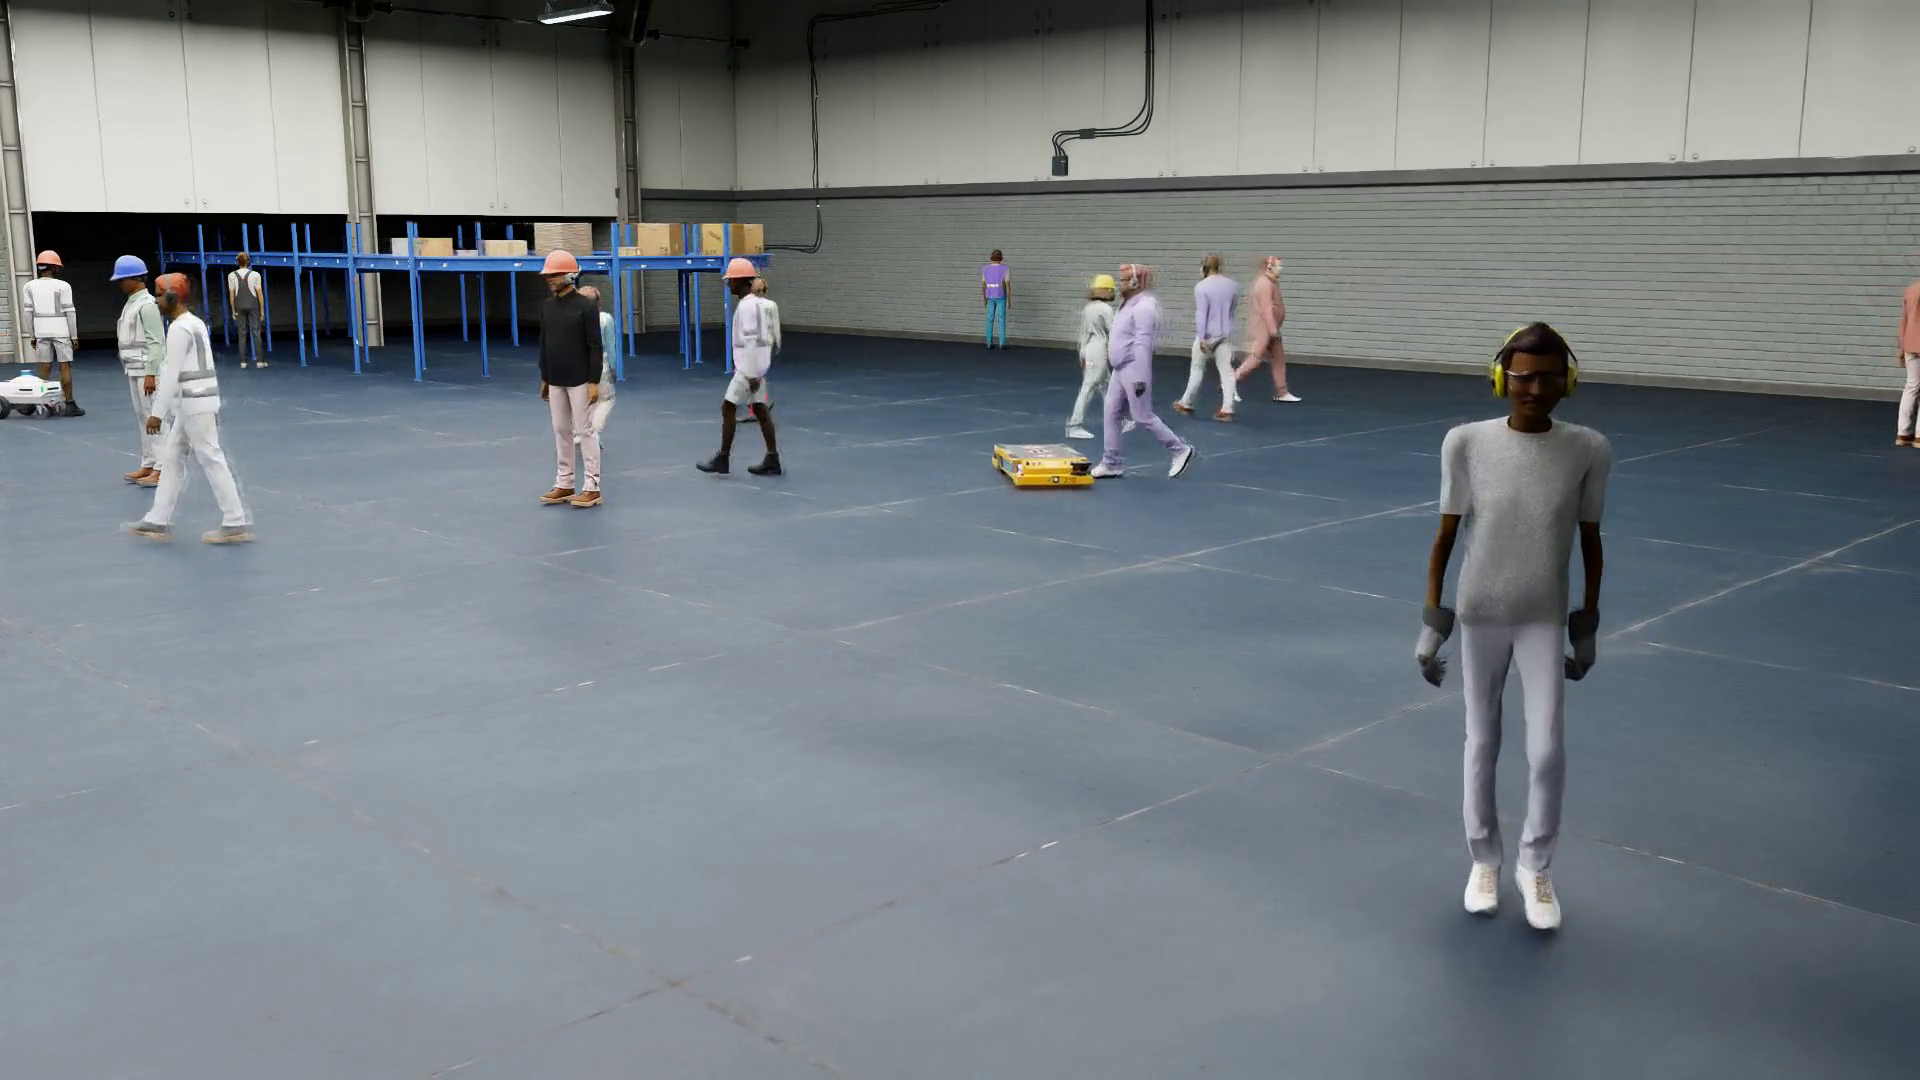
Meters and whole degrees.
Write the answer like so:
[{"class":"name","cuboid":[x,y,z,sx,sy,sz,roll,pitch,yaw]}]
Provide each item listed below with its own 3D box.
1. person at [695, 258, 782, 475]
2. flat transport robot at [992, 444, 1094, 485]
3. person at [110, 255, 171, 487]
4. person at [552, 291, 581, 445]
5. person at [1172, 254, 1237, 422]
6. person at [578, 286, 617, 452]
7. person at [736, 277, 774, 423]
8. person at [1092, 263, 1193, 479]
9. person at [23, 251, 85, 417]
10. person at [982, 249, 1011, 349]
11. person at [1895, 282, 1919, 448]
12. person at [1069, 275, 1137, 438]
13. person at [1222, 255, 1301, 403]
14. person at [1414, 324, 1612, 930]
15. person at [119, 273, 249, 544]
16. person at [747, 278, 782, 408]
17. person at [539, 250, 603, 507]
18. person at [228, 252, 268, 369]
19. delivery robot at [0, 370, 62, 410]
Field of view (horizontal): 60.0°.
[{"class":"person","cuboid":[-1.988,-1.521,14.696,0.870,1.903,0.561,0,10,2]},{"class":"flat transport robot","cuboid":[0.712,-0.680,14.681,0.652,0.197,1.431,-1,10,-8]},{"class":"person","cuboid":[-6.940,-1.437,14.131,0.393,1.943,0.602,-9,14,-41]},{"class":"person","cuboid":[-3.988,-1.766,16.819,0.482,1.618,0.509,-3,11,-14]},{"class":"person","cuboid":[2.851,-2.340,19.190,0.629,1.886,0.990,-6,12,-30]},{"class":"person","cuboid":[-3.560,-1.629,16.015,0.524,1.623,0.420,2,11,11]},{"class":"person","cuboid":[-2.400,-2.203,18.802,0.378,1.755,0.547,-3,11,-17]},{"class":"person","cuboid":[1.569,-1.463,14.480,0.869,1.880,0.656,-2,11,-12]},{"class":"person","cuboid":[-10.619,-2.415,19.499,0.552,1.927,0.371,-1,10,-3]},{"class":"person","cuboid":[0.682,-4.508,31.132,0.568,1.849,0.386,5,11,23]},{"class":"person","cuboid":[9.688,-1.915,16.645,0.445,1.974,0.634,-3,11,-15]},{"class":"person","cuboid":[1.533,-1.919,17.441,0.904,1.693,0.503,-3,11,-16]},{"class":"person","cuboid":[3.849,-2.684,21.151,0.940,1.873,0.651,4,11,19]},{"class":"person","cuboid":[1.673,0.273,5.084,0.537,1.848,0.542,4,11,19]},{"class":"person","cuboid":[-5.377,-0.885,11.362,0.917,1.842,0.601,-3,11,-17]},{"class":"person","cuboid":[-2.446,-2.365,20.137,0.518,1.598,0.851,4,11,19]},{"class":"person","cuboid":[-3.066,-1.260,13.019,0.617,1.993,0.396,7,12,33]},{"class":"person","cuboid":[-11.371,-3.665,26.547,0.506,1.846,0.346,-2,11,-11]},{"class":"delivery robot","cuboid":[-10.893,-1.743,19.434,0.707,0.478,0.477,3,10,12]}]
